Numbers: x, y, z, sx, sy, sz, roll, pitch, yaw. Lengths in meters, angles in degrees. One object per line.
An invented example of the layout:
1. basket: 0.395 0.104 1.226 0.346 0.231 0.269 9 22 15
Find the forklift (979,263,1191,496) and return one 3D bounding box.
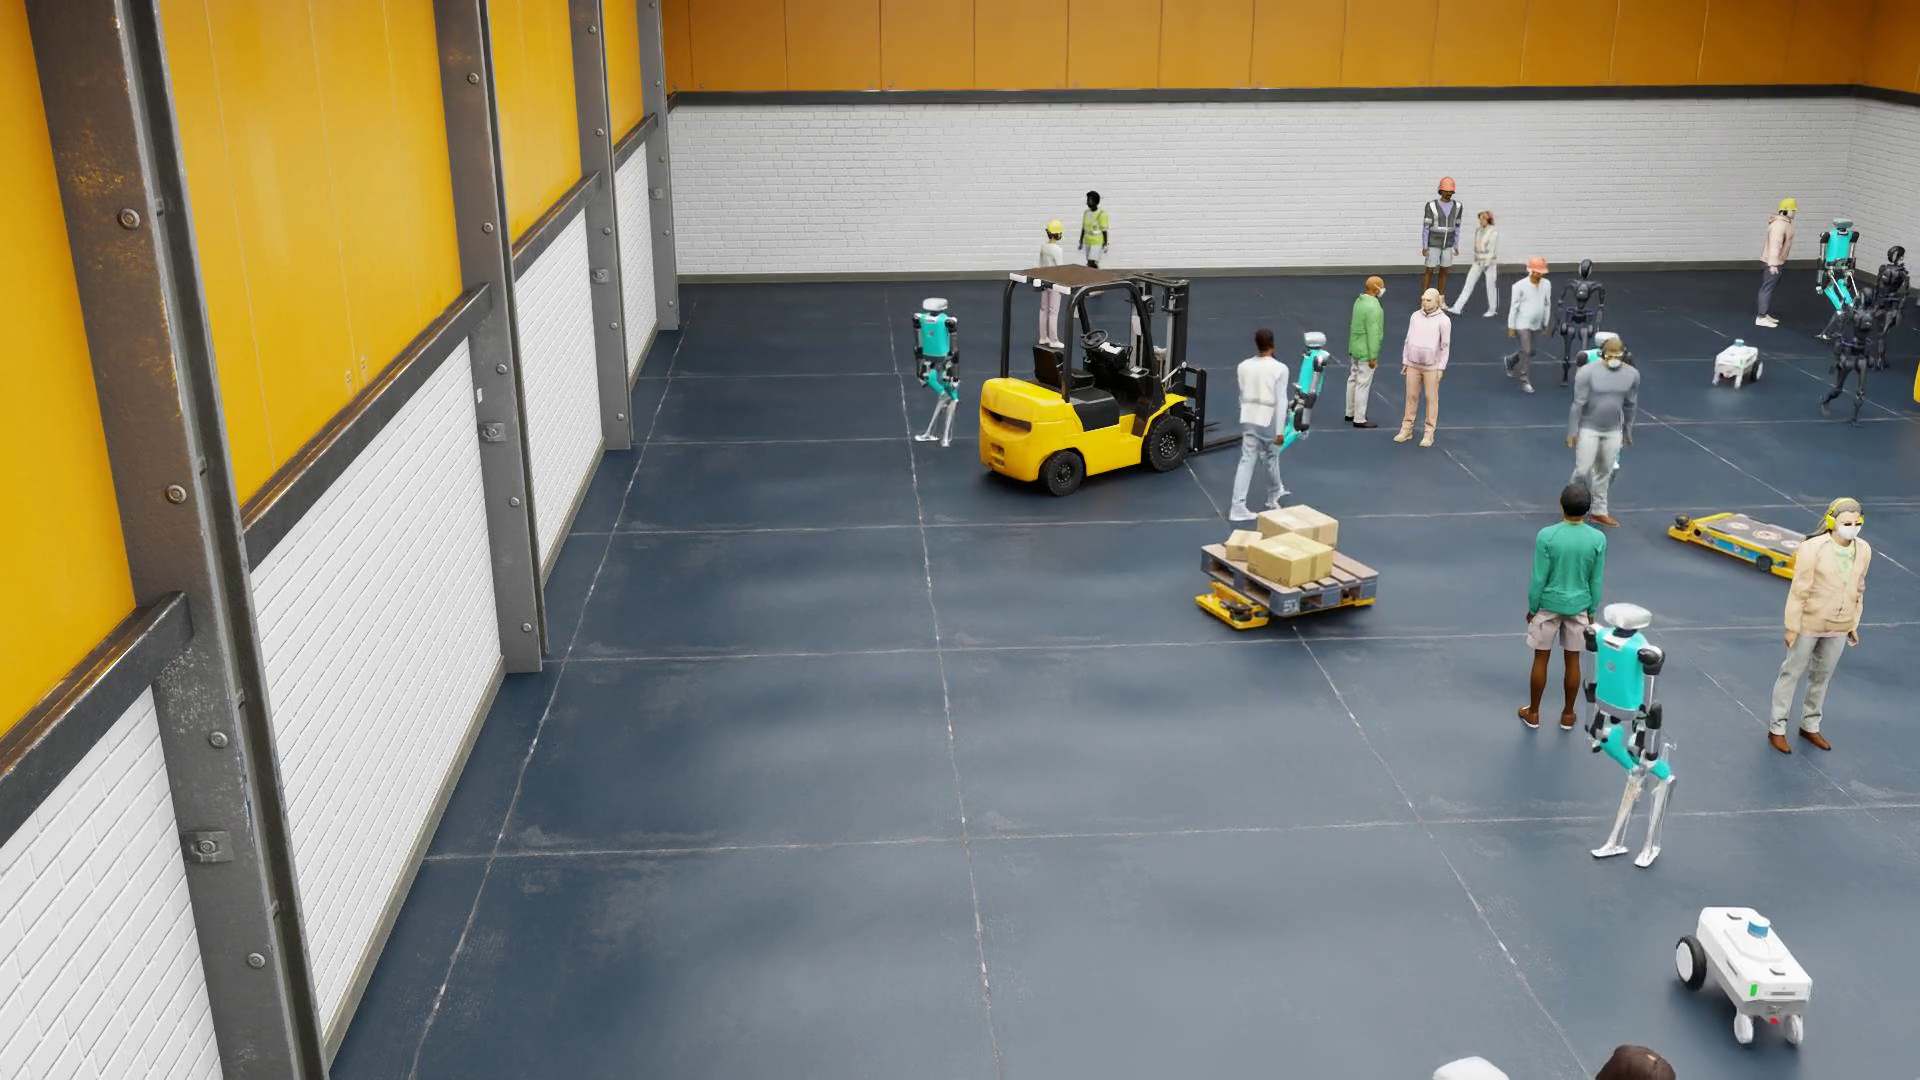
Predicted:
1. forklift: 1.315 -1.764 17.646 2.313 2.155 1.214 -14 24 -33

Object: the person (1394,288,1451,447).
1. person: 5.246 -1.958 18.764 0.523 1.784 0.401 16 25 36

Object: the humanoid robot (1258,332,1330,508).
1. humanoid robot: 3.271 -1.205 16.783 0.804 1.785 0.575 0 20 1

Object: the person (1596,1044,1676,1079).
1. person: 2.409 2.645 6.241 0.364 1.769 0.479 17 26 38

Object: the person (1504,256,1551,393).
1. person: 7.167 -2.770 21.068 0.568 1.722 0.703 -7 21 -19

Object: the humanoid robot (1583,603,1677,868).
1. humanoid robot: 4.203 1.170 10.259 0.768 1.736 0.535 -10 23 -26

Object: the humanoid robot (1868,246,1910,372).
1. humanoid robot: 12.184 -3.053 21.910 0.564 1.640 0.609 -5 21 -15

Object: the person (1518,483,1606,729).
1. person: 4.345 0.493 11.991 0.506 1.848 0.385 3 20 9

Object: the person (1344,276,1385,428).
1. person: 4.742 -2.195 19.422 0.386 1.779 0.541 -3 20 -8

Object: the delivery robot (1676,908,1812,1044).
1. delivery robot: 4.249 2.296 8.945 0.499 0.587 0.789 0 20 0

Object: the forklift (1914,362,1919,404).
1. forklift: 12.602 -2.435 19.475 2.313 2.155 1.214 -1 20 -4

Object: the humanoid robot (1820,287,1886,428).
1. humanoid robot: 10.530 -2.188 19.570 0.585 1.639 0.640 1 20 3

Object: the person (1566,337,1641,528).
1. person: 6.174 -1.047 16.091 0.724 1.921 0.443 -2 20 -6

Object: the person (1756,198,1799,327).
1. person: 11.986 -4.097 24.470 0.424 1.867 0.798 12 23 29

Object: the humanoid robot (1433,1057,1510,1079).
1. humanoid robot: 1.649 2.615 6.350 0.553 1.746 0.814 -12 23 -29

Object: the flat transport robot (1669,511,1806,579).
1. flat transport robot: 7.442 0.035 15.532 0.659 0.231 1.431 -11 23 -27

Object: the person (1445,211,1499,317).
1. person: 7.758 -4.107 24.884 0.861 1.597 0.537 -9 22 -24

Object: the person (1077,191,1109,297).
1. person: 2.039 -4.662 26.292 0.679 1.667 0.551 -14 24 -33

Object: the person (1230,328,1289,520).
1. person: 3.011 -1.151 16.478 0.665 1.840 0.986 16 26 37

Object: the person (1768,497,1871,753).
1. person: 6.057 0.585 11.705 0.554 1.876 0.398 -2 20 -6

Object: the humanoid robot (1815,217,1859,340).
1. humanoid robot: 12.250 -3.593 23.093 0.533 1.677 0.735 -1 20 -4

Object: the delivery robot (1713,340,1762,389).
1. delivery robot: 10.011 -2.277 21.438 0.499 0.610 0.808 16 25 36

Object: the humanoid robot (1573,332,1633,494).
1. humanoid robot: 6.399 -1.091 16.616 0.537 1.866 0.788 4 21 11

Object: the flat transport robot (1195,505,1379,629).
1. flat transport robot: 2.811 0.470 14.346 1.431 0.231 0.659 -9 22 -24

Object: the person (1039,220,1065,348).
1. person: 1.294 -3.562 23.159 0.317 1.769 0.523 -11 23 -28

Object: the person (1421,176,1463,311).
1. person: 7.329 -4.503 25.326 0.605 2.044 0.370 -3 20 -8

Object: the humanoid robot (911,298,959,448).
1. humanoid robot: -0.208 -1.892 18.640 0.599 1.750 0.795 8 22 22

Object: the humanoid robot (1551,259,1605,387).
1. humanoid robot: 7.800 -2.721 20.998 0.616 1.639 0.437 8 22 20
